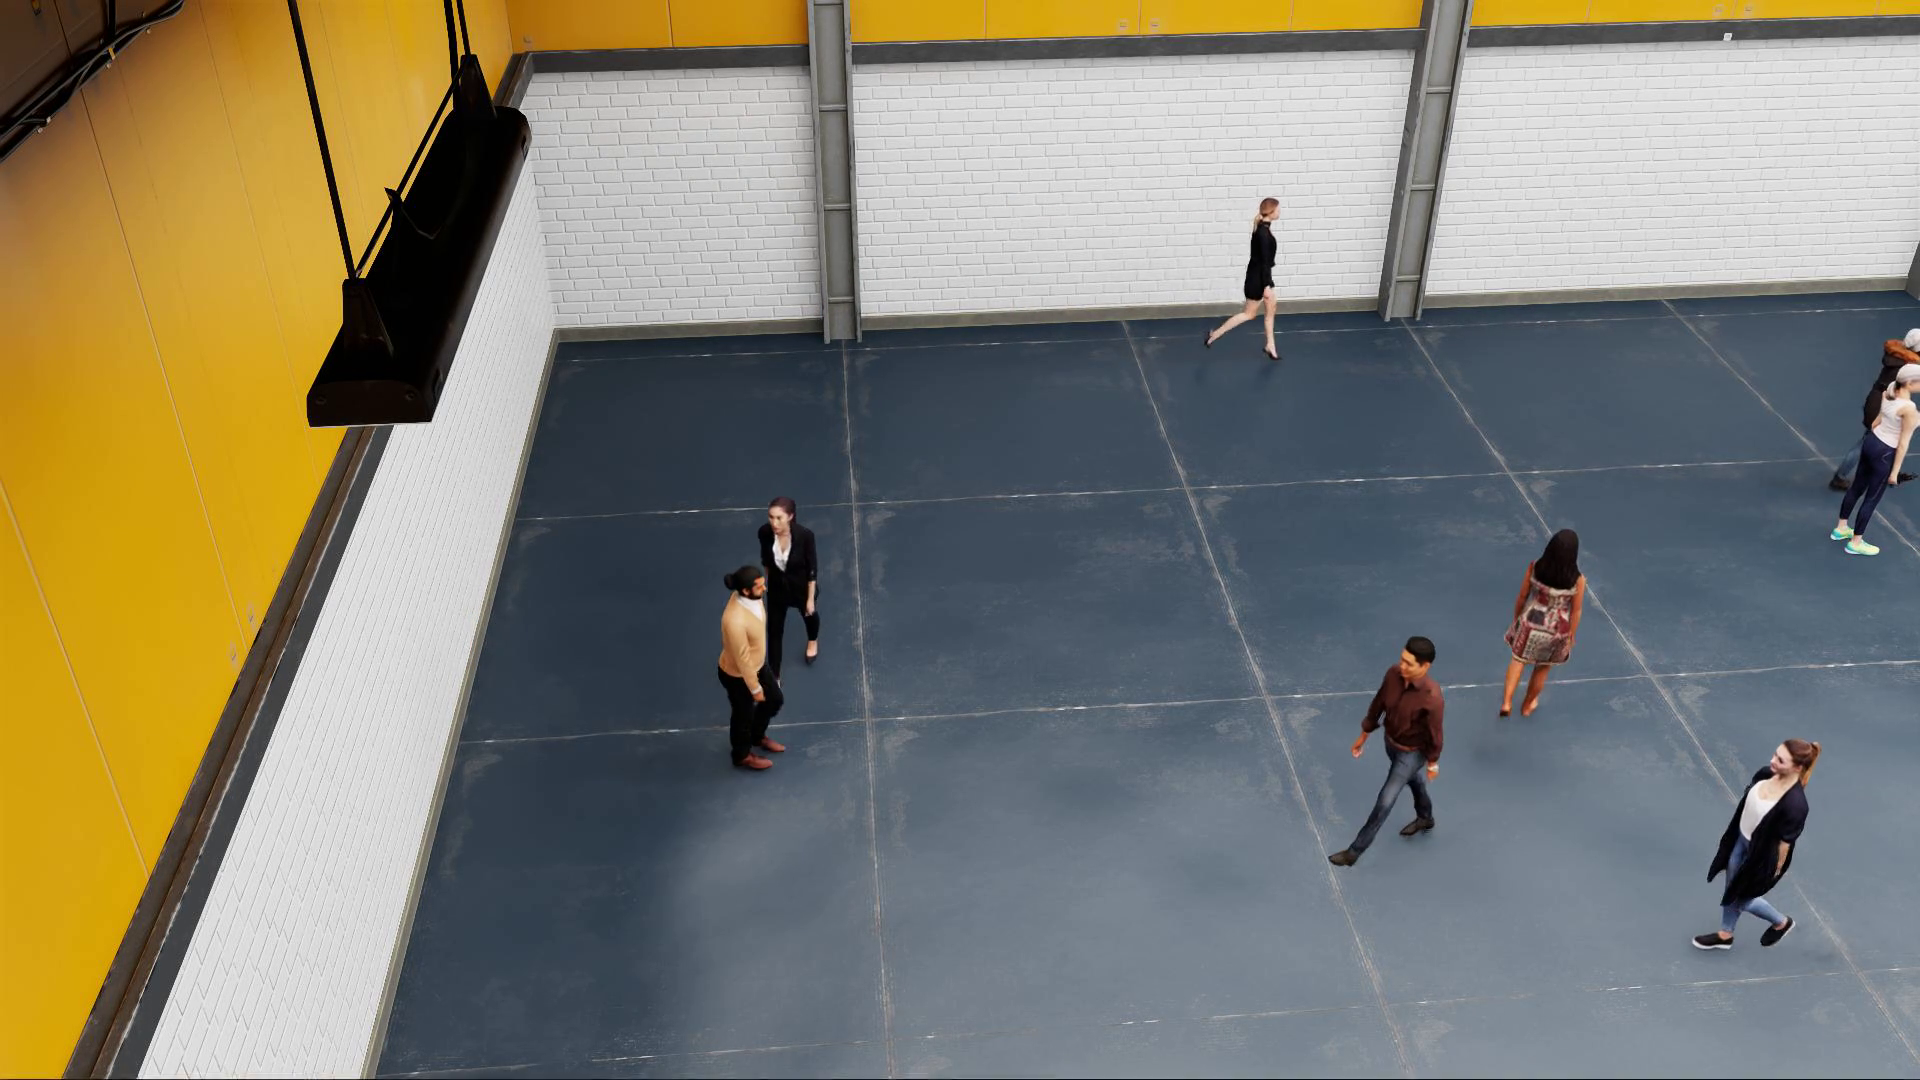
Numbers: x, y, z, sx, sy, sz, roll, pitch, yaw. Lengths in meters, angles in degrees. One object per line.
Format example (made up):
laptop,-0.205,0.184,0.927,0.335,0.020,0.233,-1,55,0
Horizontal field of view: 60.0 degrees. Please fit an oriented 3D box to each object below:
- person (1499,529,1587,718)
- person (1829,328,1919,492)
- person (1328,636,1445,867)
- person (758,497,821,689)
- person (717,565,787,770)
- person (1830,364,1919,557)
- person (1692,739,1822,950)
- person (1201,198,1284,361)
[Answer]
person,4.131,0.660,11.832,0.898,1.633,0.942,19,38,27
person,7.991,-1.113,14.524,1.032,1.606,0.786,5,34,8
person,2.940,1.326,10.753,1.257,1.718,0.929,-15,36,-21
person,-1.206,0.330,12.347,1.061,1.612,0.839,5,34,7
person,-1.548,0.887,11.400,0.730,1.733,0.746,7,34,10
person,7.631,-0.688,13.797,0.527,1.702,0.589,-2,34,-3
person,4.877,1.859,9.992,0.793,1.673,0.649,0,34,-1
person,2.903,-2.553,16.569,1.120,1.741,0.679,1,34,2
